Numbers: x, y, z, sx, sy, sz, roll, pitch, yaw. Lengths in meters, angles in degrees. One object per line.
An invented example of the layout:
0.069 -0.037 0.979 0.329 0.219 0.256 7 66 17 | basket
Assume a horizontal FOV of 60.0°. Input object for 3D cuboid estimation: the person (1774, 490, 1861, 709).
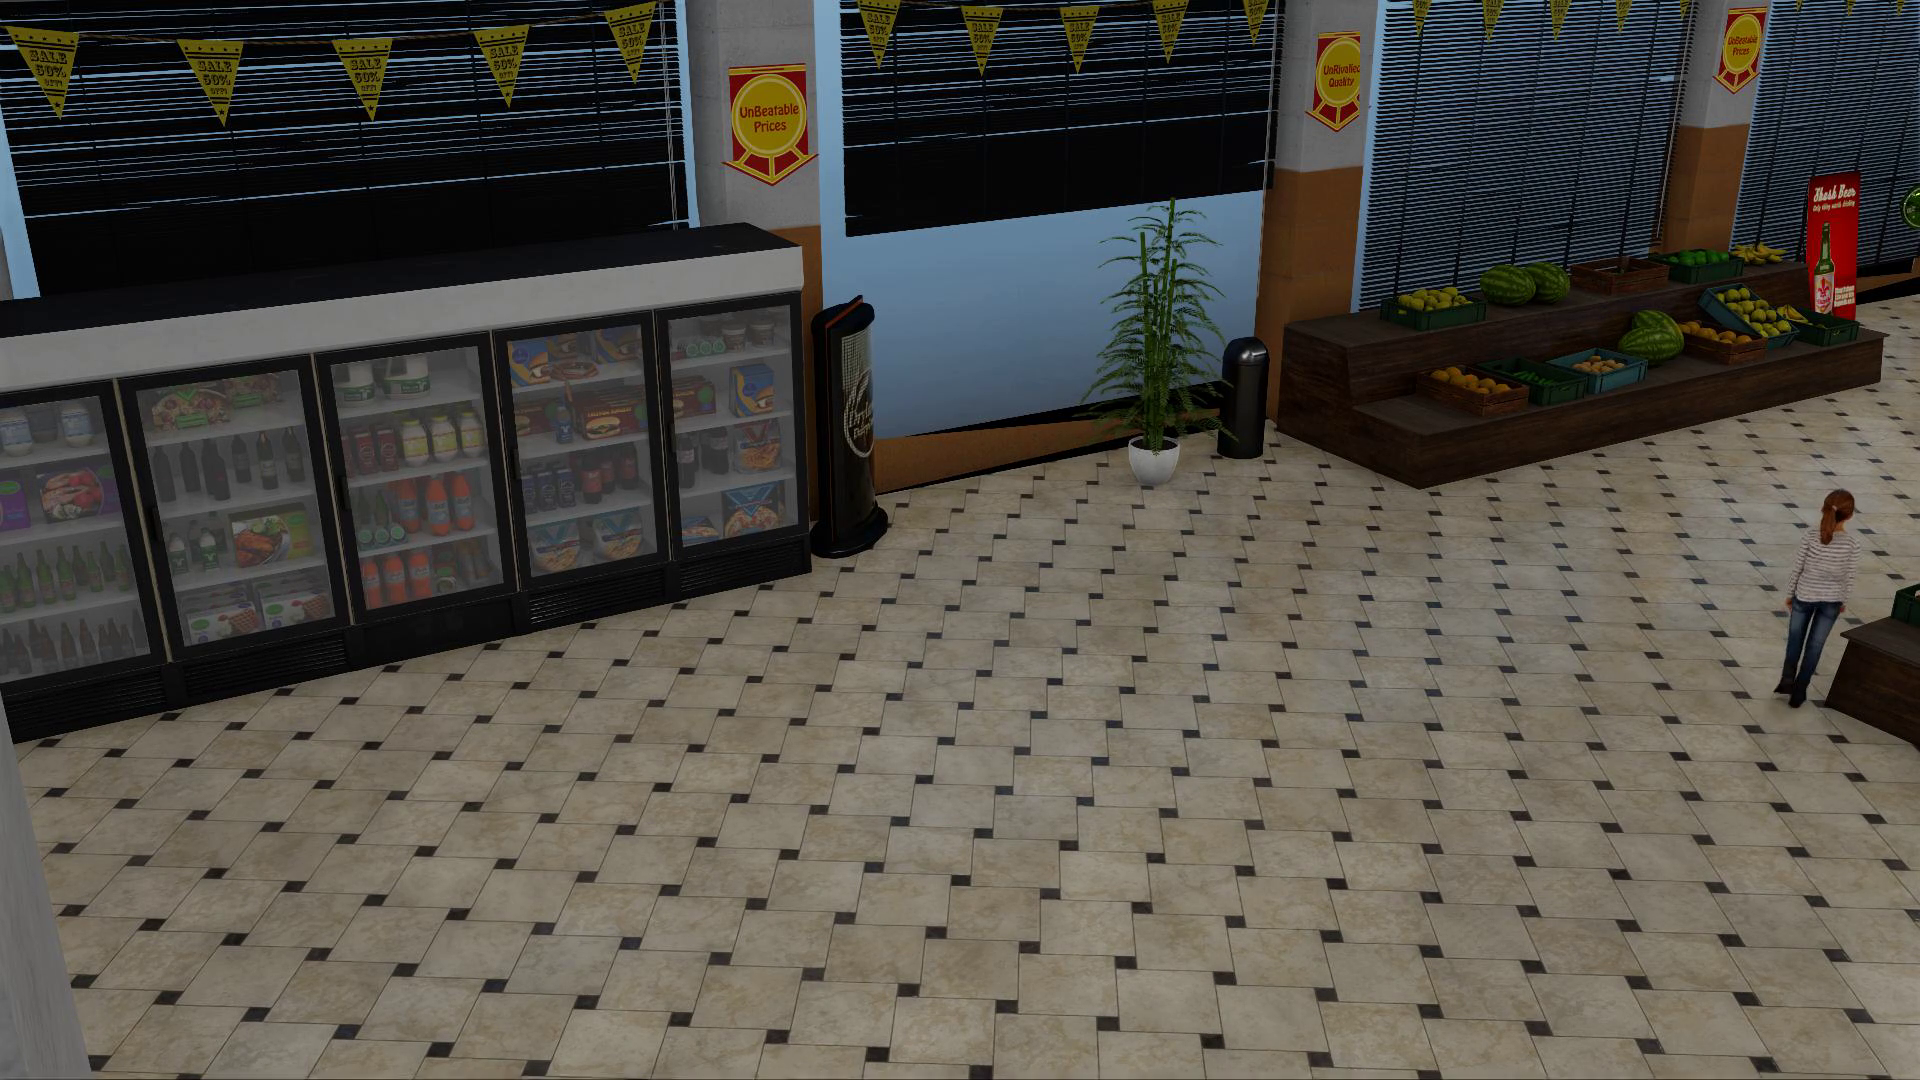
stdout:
4.903 0.368 9.518 0.568 1.306 0.624 14 26 32 | person
